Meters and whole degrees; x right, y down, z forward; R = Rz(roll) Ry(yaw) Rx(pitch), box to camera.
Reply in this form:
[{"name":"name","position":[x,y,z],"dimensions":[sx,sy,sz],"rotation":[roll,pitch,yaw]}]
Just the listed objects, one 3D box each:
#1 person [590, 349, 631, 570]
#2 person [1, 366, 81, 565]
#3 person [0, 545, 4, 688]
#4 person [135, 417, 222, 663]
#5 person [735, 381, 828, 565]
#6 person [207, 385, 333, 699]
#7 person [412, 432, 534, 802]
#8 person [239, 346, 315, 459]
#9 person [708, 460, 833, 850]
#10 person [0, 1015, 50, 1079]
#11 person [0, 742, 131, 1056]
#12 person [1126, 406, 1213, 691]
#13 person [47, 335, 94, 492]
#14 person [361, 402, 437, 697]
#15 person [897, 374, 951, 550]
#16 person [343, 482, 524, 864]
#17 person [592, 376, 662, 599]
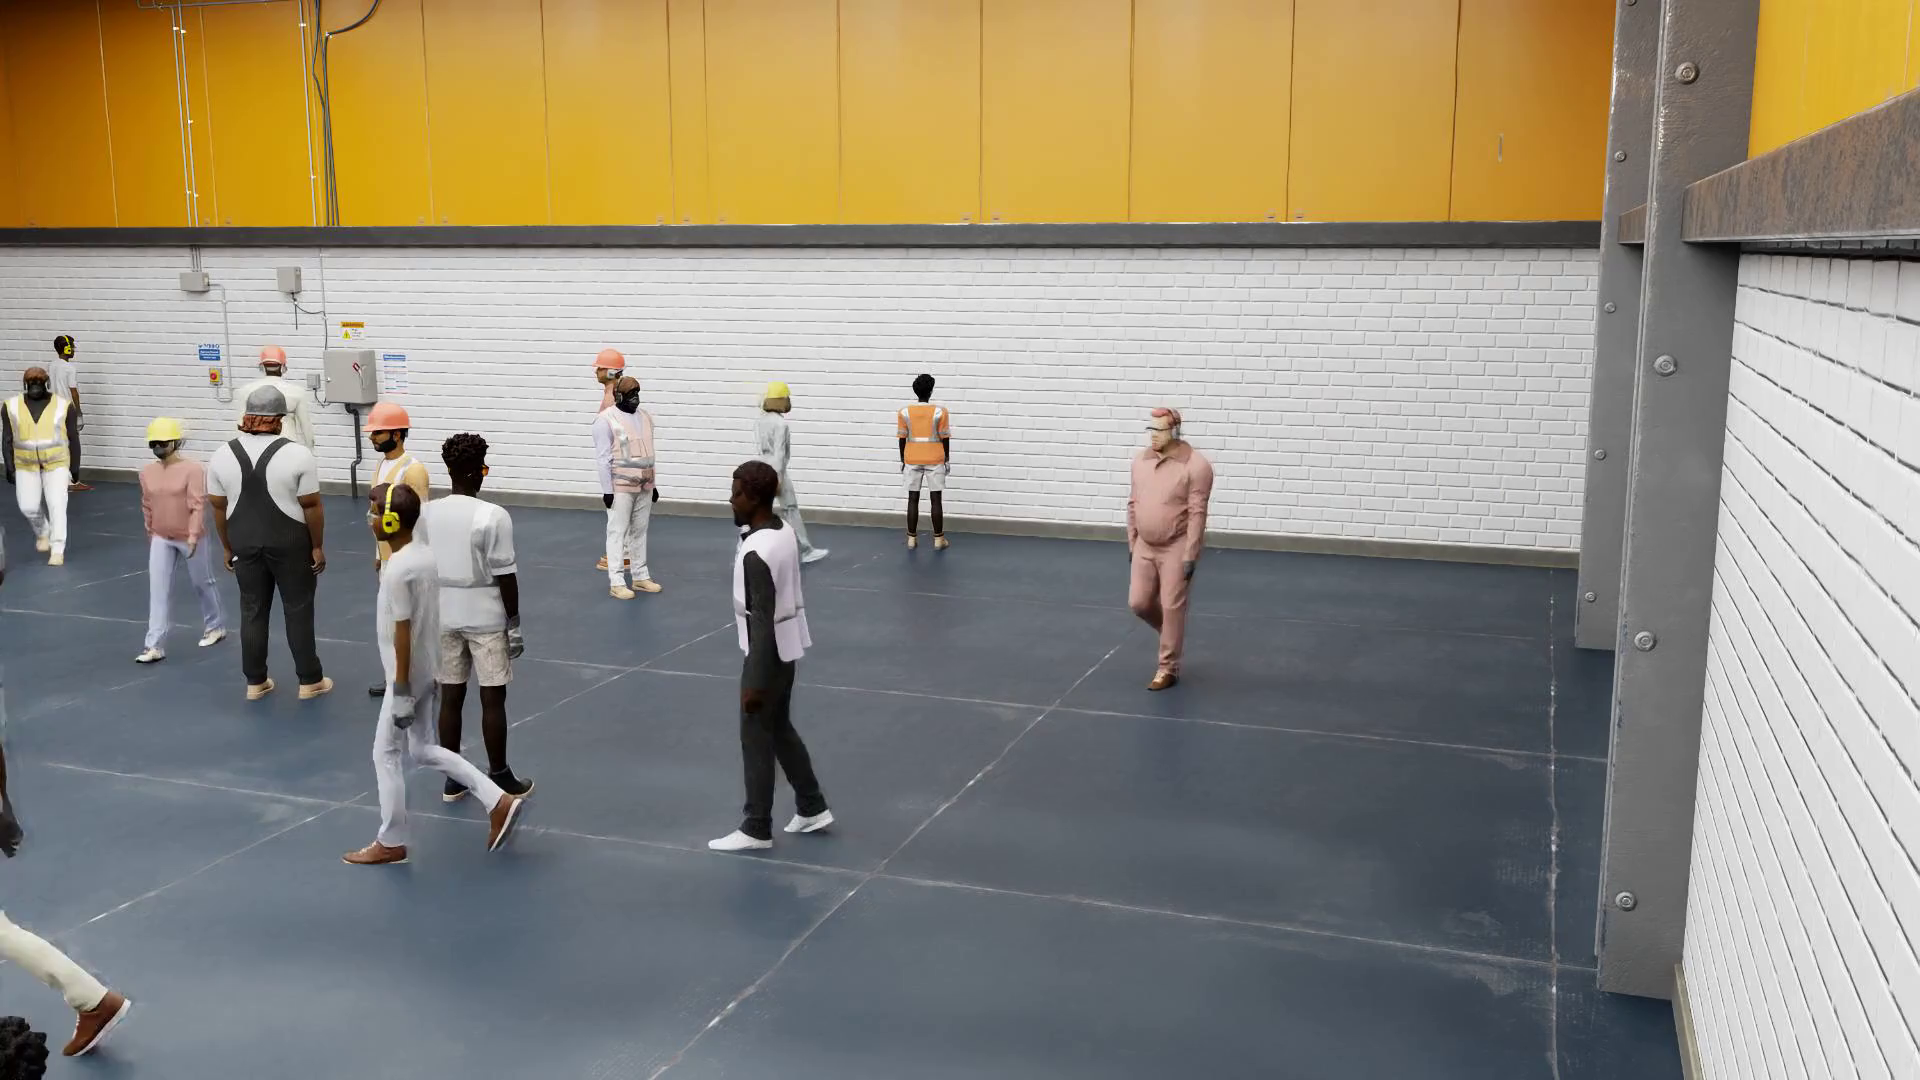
[{"name":"person","position":[-3.126,-0.732,15.064],"dimensions":[0.373,1.997,0.615],"rotation":[-1,10,-4]},{"name":"person","position":[-8.440,-0.693,15.321],"dimensions":[0.639,1.830,0.614],"rotation":[-4,11,-20]},{"name":"person","position":[-6.390,0.147,10.552],"dimensions":[0.557,1.864,1.043],"rotation":[-2,10,-13]},{"name":"person","position":[-5.595,-0.017,11.849],"dimensions":[0.528,1.715,0.895],"rotation":[1,10,4]},{"name":"person","position":[-1.678,-0.598,15.174],"dimensions":[0.916,1.691,0.504],"rotation":[-7,12,-34]},{"name":"person","position":[-4.427,0.010,10.765],"dimensions":[0.688,2.000,0.536],"rotation":[0,10,0]},{"name":"person","position":[-2.553,0.414,8.698],"dimensions":[0.603,1.966,0.368],"rotation":[3,11,17]},{"name":"person","position":[-6.500,-0.875,15.937],"dimensions":[0.658,1.965,0.841],"rotation":[-1,10,-6]},{"name":"person","position":[-0.937,0.570,8.049],"dimensions":[0.471,1.941,0.595],"rotation":[1,10,6]},{"name":"person","position":[-1.559,1.608,2.750],"dimensions":[0.537,1.695,0.317],"rotation":[3,11,17]},{"name":"person","position":[-3.495,0.985,5.875],"dimensions":[0.932,1.840,0.514],"rotation":[-2,10,-13]},{"name":"person","position":[1.396,0.041,11.049],"dimensions":[0.644,1.888,0.551],"rotation":[8,13,40]},{"name":"person","position":[-10.634,-1.505,19.825],"dimensions":[0.504,1.861,0.330],"rotation":[5,11,27]},{"name":"person","position":[-3.600,0.082,10.647],"dimensions":[0.543,1.939,0.360],"rotation":[10,14,43]},{"name":"person","position":[-0.340,-0.748,15.997],"dimensions":[0.531,1.697,0.320],"rotation":[2,10,10]},{"name":"person","position":[-2.518,0.636,7.806],"dimensions":[0.770,1.846,0.517],"rotation":[0,10,0]},{"name":"person","position":[-2.751,-0.444,13.882],"dimensions":[0.429,1.844,0.626],"rotation":[6,12,32]}]
